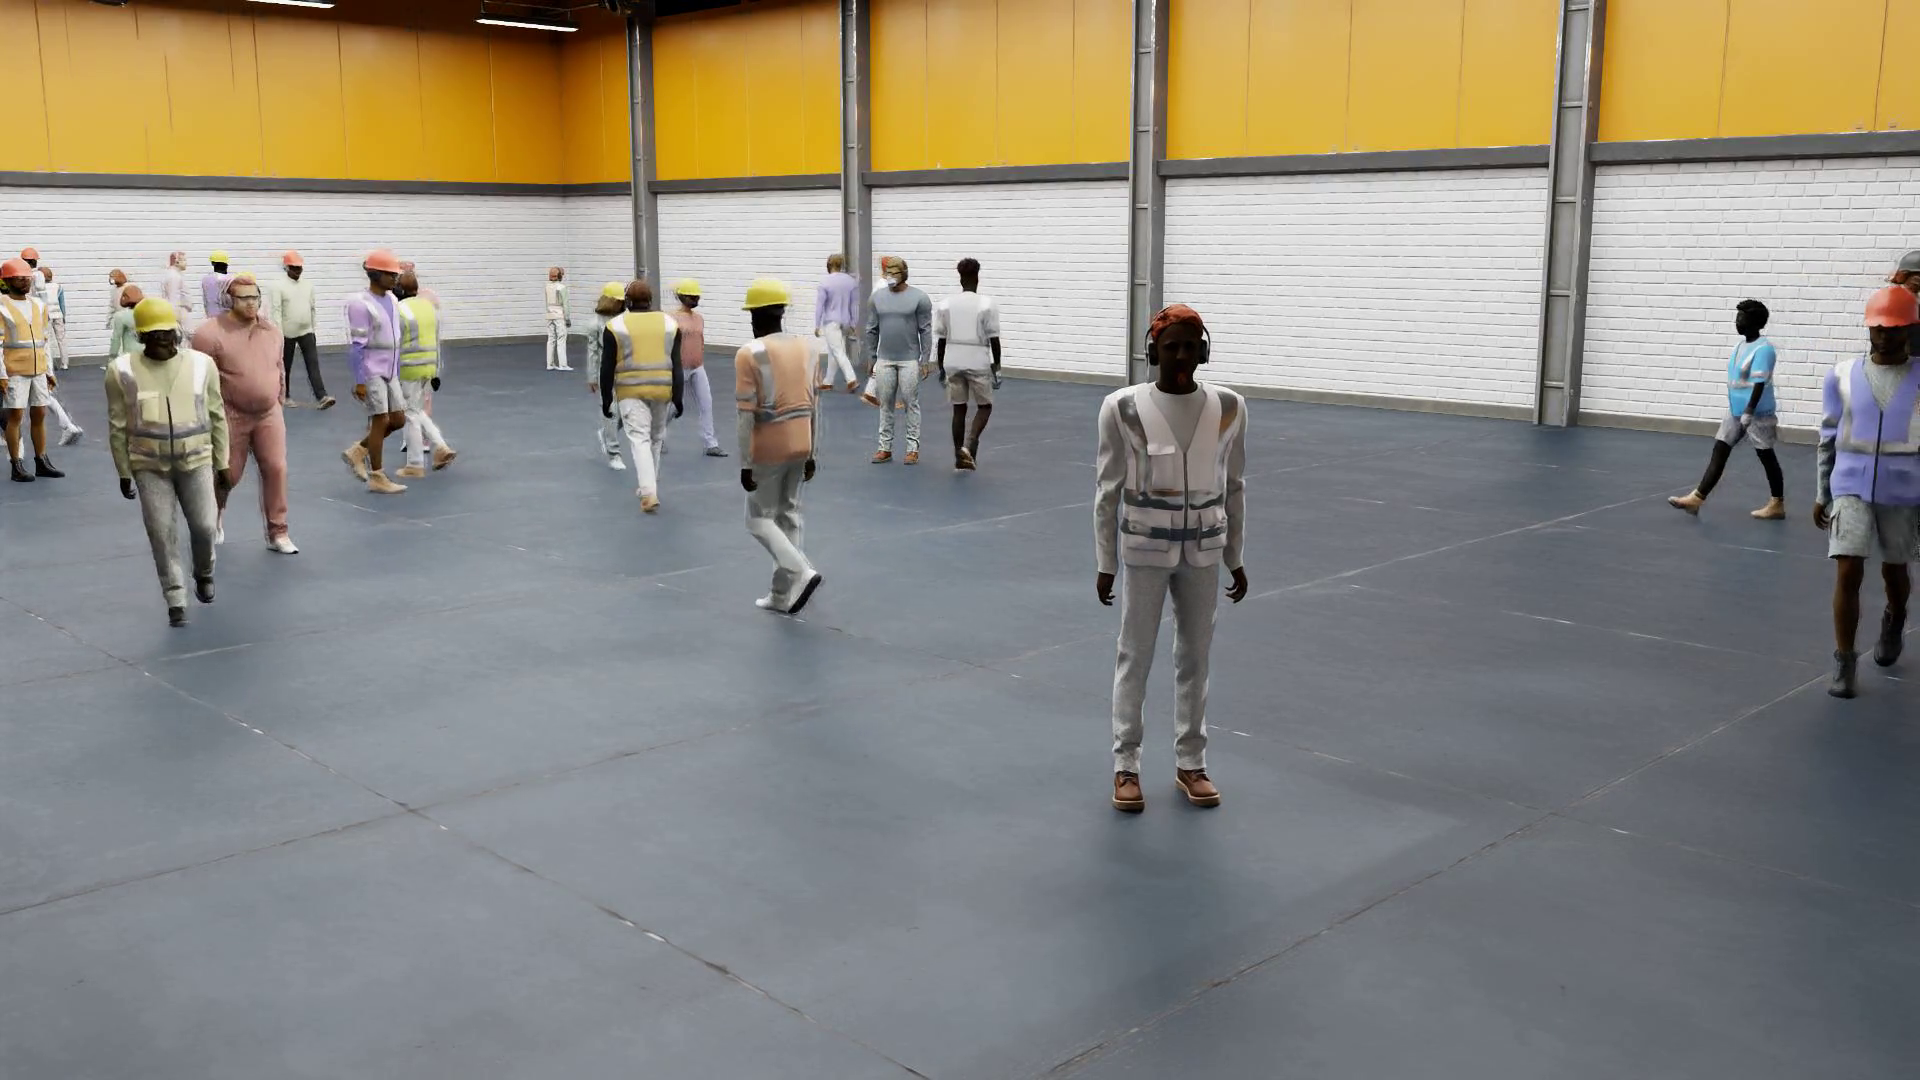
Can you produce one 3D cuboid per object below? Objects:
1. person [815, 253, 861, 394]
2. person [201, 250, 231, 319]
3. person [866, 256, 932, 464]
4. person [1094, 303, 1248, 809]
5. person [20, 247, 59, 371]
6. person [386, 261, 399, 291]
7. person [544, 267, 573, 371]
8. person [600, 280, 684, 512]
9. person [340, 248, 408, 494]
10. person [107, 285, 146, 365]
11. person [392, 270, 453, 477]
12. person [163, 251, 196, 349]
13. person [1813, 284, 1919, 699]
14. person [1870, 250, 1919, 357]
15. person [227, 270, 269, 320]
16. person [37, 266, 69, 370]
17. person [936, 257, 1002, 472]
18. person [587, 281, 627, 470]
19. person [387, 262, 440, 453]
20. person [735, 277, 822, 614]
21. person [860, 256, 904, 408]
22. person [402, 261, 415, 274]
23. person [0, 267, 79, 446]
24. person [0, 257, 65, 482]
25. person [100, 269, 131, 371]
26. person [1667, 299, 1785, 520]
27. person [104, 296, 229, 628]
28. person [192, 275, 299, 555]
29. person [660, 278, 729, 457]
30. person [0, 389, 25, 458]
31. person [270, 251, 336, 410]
[{"bbox_3d":[-1.645,-2.935,22.544,0.990,1.903,0.642,10,15,44],"label":"person"},{"bbox_3d":[-10.332,-3.090,23.298,0.584,1.929,0.371,6,12,30],"label":"person"},{"bbox_3d":[-0.573,-1.671,15.537,0.634,1.936,0.351,3,11,17],"label":"person"},{"bbox_3d":[0.787,0.069,6.193,0.585,1.882,0.340,-2,11,-10],"label":"person"},{"bbox_3d":[-14.530,-3.607,26.092,0.546,1.939,0.375,2,11,12],"label":"person"},{"bbox_3d":[-8.687,-3.491,25.824,0.788,1.809,0.600,-6,12,-29],"label":"person"},{"bbox_3d":[-6.345,-3.476,26.217,0.516,1.633,0.310,8,13,36],"label":"person"},{"bbox_3d":[-2.481,-1.135,13.039,0.627,1.793,0.982,-5,12,-26],"label":"person"},{"bbox_3d":[-4.856,-1.389,13.747,0.639,2.028,0.638,3,11,14],"label":"person"},{"bbox_3d":[-9.005,-1.987,18.206,0.858,1.588,0.500,5,11,24],"label":"person"},{"bbox_3d":[-4.835,-1.450,14.647,0.432,1.830,0.627,3,11,14],"label":"person"},{"bbox_3d":[-11.573,-3.369,24.919,0.782,1.879,0.663,-5,12,-27],"label":"person"},{"bbox_3d":[4.361,-0.249,7.869,0.558,1.917,0.842,7,13,34],"label":"person"},{"bbox_3d":[8.573,-1.612,14.933,1.000,2.000,0.695,9,14,40],"label":"person"},{"bbox_3d":[-7.999,-2.161,18.715,0.510,1.751,0.545,5,12,26],"label":"person"},{"bbox_3d":[-14.357,-3.485,26.237,0.311,1.642,0.512,7,12,33],"label":"person"},{"bbox_3d":[0.069,-1.556,14.920,0.654,1.933,0.493,4,11,20],"label":"person"},{"bbox_3d":[-3.221,-1.523,15.315,0.502,1.717,0.538,-10,14,-42],"label":"person"},{"bbox_3d":[-5.382,-1.772,16.248,0.686,1.873,0.415,-9,14,-40],"label":"person"},{"bbox_3d":[-0.980,-0.501,9.251,0.565,1.908,0.592,9,14,41],"label":"person"},{"bbox_3d":[-0.995,-2.565,20.624,0.546,1.880,0.632,-2,11,-10],"label":"person"},{"bbox_3d":[-6.488,-2.333,19.435,0.439,1.833,0.559,-1,10,-7],"label":"person"},{"bbox_3d":[-9.415,-1.845,16.794,0.928,1.834,0.528,3,11,15],"label":"person"},{"bbox_3d":[-8.146,-1.483,14.502,0.348,1.943,0.545,5,11,24],"label":"person"},{"bbox_3d":[-13.025,-3.367,25.684,0.528,1.595,0.802,7,13,34],"label":"person"},{"bbox_3d":[5.843,-0.967,12.460,0.859,1.643,0.553,0,10,-1],"label":"person"},{"bbox_3d":[-4.366,-0.440,9.205,0.602,1.806,0.546,-6,12,-29],"label":"person"},{"bbox_3d":[-4.859,-0.853,11.244,0.852,1.872,0.651,9,14,41],"label":"person"},{"bbox_3d":[-2.661,-1.673,16.105,0.817,1.729,0.528,7,13,35],"label":"person"},{"bbox_3d":[-8.965,-1.591,15.251,0.644,1.885,0.849,-1,10,-4],"label":"person"},{"bbox_3d":[-8.116,-2.559,20.372,1.047,1.933,0.651,8,13,37],"label":"person"}]
